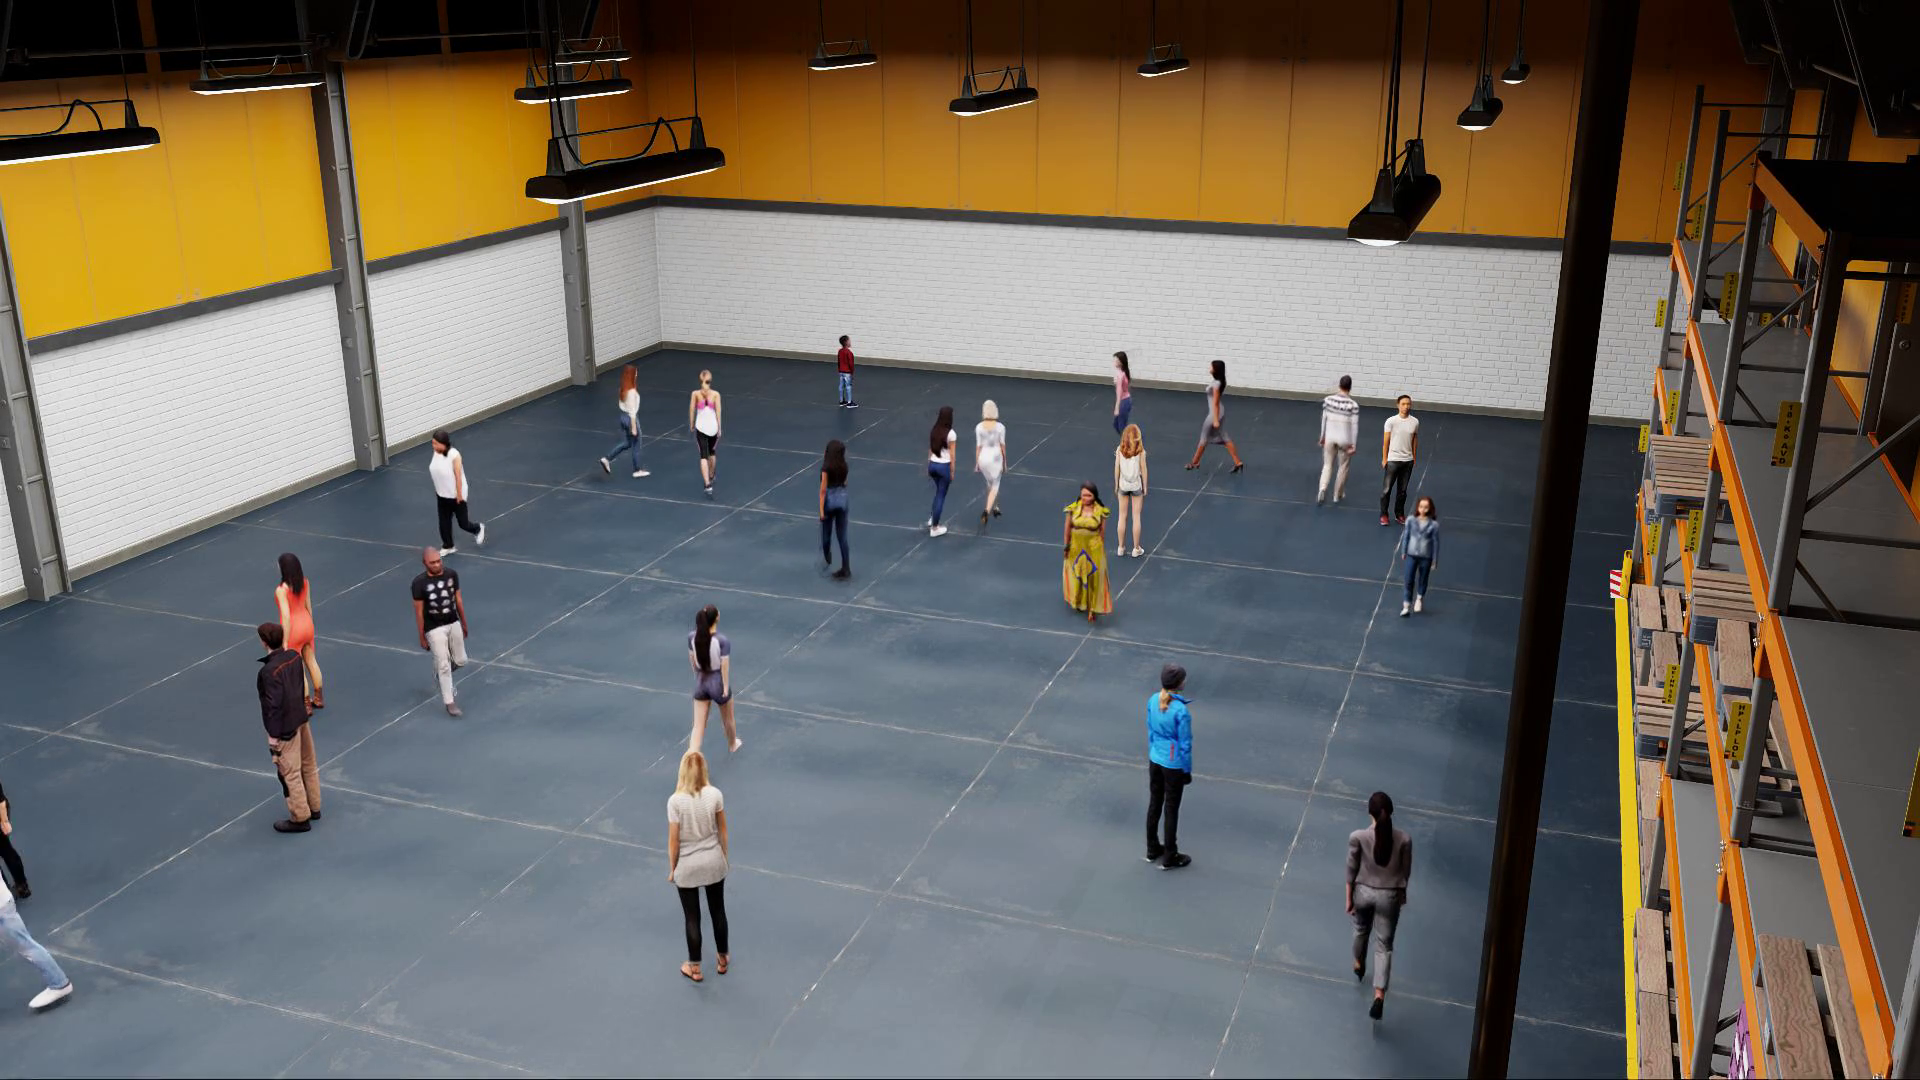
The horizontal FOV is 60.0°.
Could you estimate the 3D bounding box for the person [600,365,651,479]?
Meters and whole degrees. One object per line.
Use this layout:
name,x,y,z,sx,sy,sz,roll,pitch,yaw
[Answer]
person,-4.992,-1.730,24.707,1.047,1.708,0.939,-9,21,-26

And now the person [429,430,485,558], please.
person,-6.538,-0.631,21.501,0.817,1.671,0.979,13,23,34

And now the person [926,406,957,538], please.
person,-0.299,-0.907,22.192,0.734,1.754,0.768,17,25,41

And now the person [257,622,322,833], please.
person,-5.831,1.613,14.445,0.789,1.922,0.595,4,19,11

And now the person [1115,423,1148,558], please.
person,2.195,-0.647,21.408,0.556,1.760,0.505,6,20,18

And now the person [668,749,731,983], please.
person,-1.920,2.397,12.269,0.682,1.825,0.745,-9,20,-24

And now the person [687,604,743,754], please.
person,-2.365,1.425,15.502,0.612,1.603,1.056,6,20,18

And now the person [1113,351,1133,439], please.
person,2.571,-2.089,25.763,0.762,1.713,0.666,4,19,12

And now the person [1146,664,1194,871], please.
person,1.727,1.875,13.850,0.701,1.804,0.692,-13,23,-35

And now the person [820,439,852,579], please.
person,-1.521,-0.349,20.652,1.063,1.679,1.096,-13,23,-34

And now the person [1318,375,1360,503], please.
person,5.320,-1.394,23.506,0.787,1.837,0.893,11,21,29

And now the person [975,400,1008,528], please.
person,0.406,-0.995,22.521,0.561,1.710,1.080,7,20,20

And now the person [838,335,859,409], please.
person,-1.996,-2.948,29.036,0.594,1.253,0.577,-18,25,-42

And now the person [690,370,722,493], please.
person,-3.670,-1.524,24.057,0.947,1.731,1.270,-1,19,-4

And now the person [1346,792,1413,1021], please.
person,2.985,2.628,11.871,0.692,1.642,1.109,4,19,13

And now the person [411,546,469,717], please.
person,-5.281,0.886,16.817,0.941,1.785,0.954,-17,25,-41

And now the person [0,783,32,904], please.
person,-7.643,2.161,13.278,0.724,1.628,0.684,-15,24,-38

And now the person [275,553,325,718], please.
person,-6.668,0.943,16.753,0.648,1.719,0.435,6,20,18

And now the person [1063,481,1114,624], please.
person,1.455,0.083,19.444,0.950,1.630,1.160,2,19,6

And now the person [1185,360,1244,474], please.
person,3.924,-1.788,24.839,0.704,1.734,1.046,8,20,22

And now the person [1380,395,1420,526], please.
person,5.992,-1.106,22.703,0.715,1.804,0.704,-3,19,-8

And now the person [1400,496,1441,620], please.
person,5.387,0.187,19.425,0.652,1.446,0.971,9,20,24
